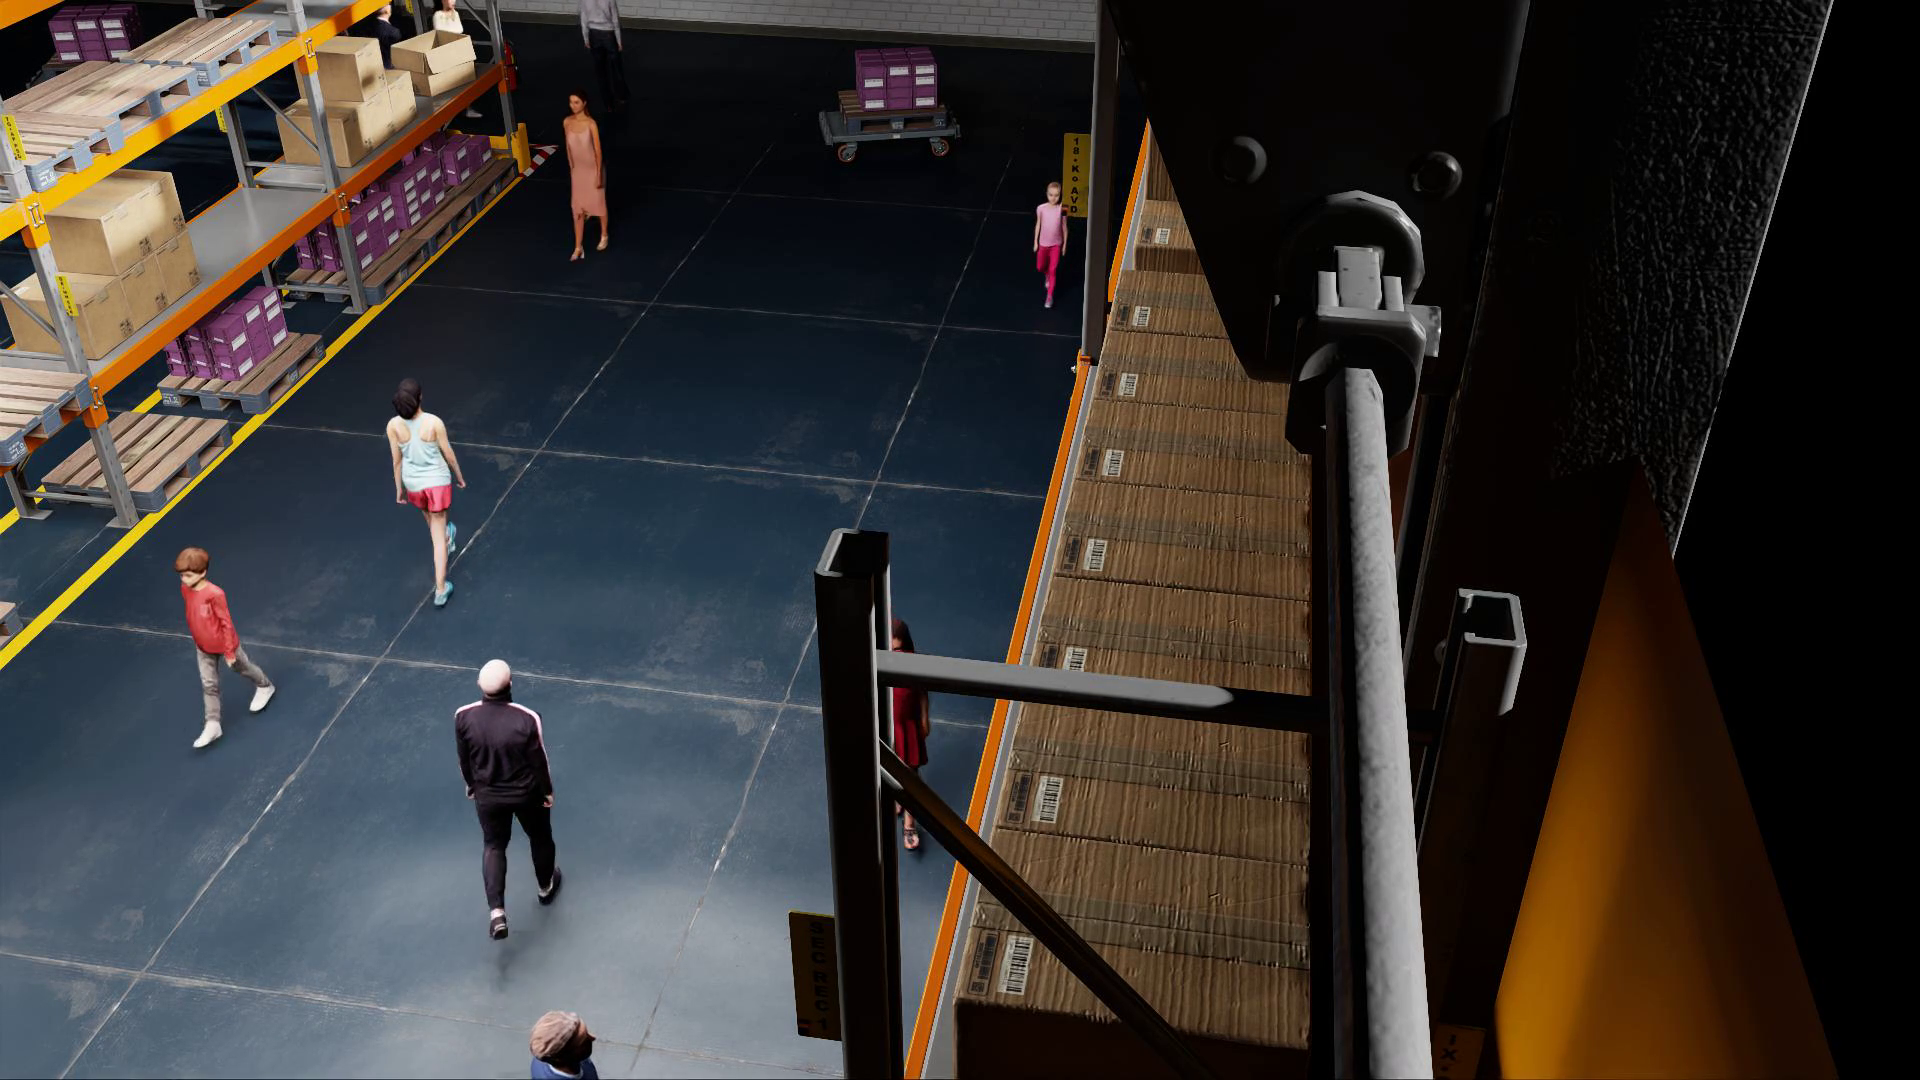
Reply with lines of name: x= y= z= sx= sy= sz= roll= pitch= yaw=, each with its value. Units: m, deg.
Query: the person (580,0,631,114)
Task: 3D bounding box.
person: x=-4.574 y=-6.374 z=21.269 sx=0.767 sy=1.802 sz=0.919 roll=1 pitch=34 yaw=1

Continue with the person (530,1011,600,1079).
person: x=-1.688 y=2.770 z=7.450 sx=0.799 sy=1.871 sz=0.687 roll=-14 pitch=36 yaw=-20

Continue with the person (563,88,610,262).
person: x=-3.869 y=-3.891 z=17.531 sx=0.667 sy=1.805 sz=0.935 roll=9 pitch=35 yaw=13

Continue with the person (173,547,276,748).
person: x=-4.905 y=0.639 z=11.096 sx=0.629 sy=1.383 sz=0.978 roll=11 pitch=35 yaw=15

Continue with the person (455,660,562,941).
person: x=-2.566 y=1.502 z=9.403 sx=0.799 sy=1.820 sz=1.057 roll=-1 pitch=34 yaw=-1

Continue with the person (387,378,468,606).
person: x=-3.925 y=-0.327 z=12.250 sx=0.796 sy=1.715 sz=1.204 roll=-2 pitch=34 yaw=-3

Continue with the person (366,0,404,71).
person: x=-6.933 y=-5.635 z=20.169 sx=0.932 sy=1.788 sz=1.200 roll=19 pitch=38 yaw=27

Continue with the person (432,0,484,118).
person: x=-6.511 y=-6.163 z=21.124 sx=0.902 sy=1.612 sz=1.008 roll=16 pitch=37 yaw=23

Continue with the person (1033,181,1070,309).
person: x=0.912 y=-2.999 z=16.679 sx=0.509 sy=1.261 sz=0.755 roll=7 pitch=34 yaw=10
